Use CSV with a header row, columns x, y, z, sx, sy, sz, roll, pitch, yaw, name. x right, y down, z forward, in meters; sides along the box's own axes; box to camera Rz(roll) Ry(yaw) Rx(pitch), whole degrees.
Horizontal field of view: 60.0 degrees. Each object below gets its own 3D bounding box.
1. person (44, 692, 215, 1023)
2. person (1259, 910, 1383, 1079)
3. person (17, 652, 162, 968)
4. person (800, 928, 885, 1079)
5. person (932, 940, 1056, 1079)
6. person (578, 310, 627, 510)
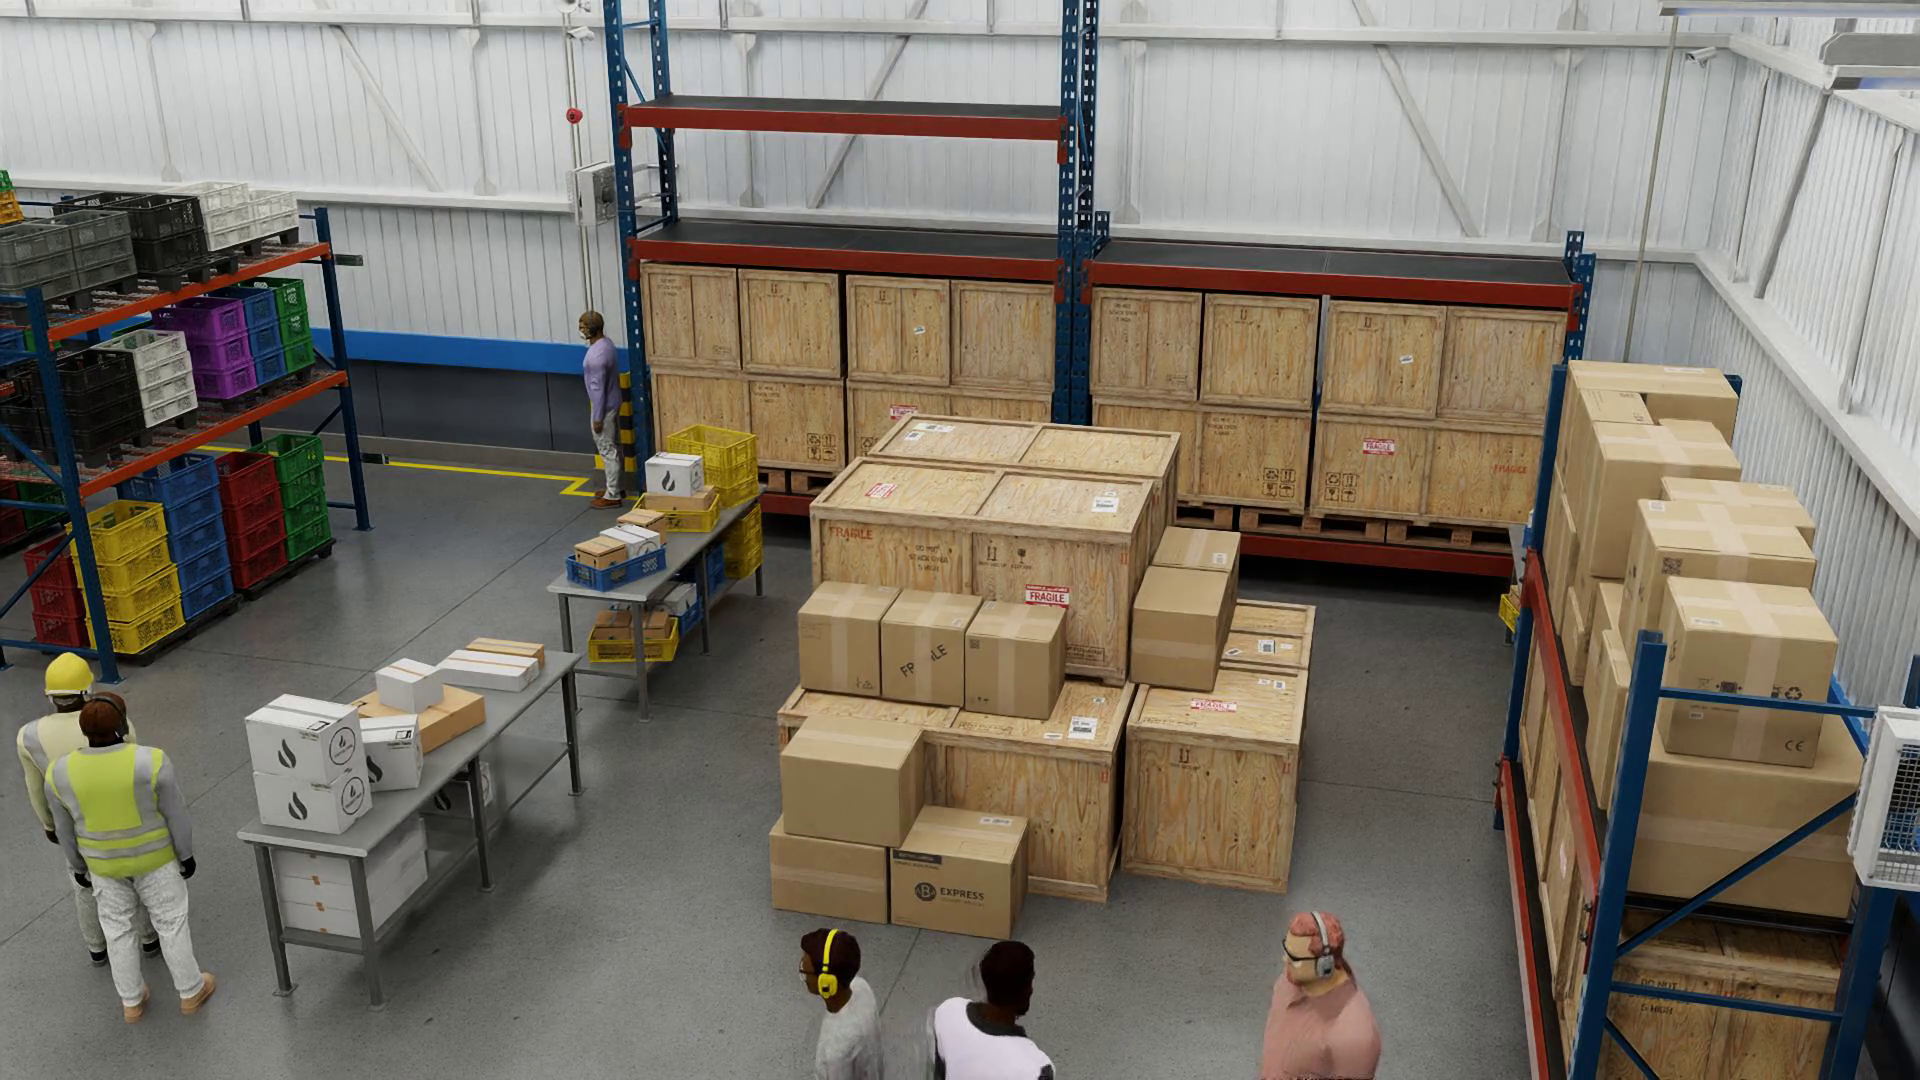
x,y,z,sx,sy,sz,roll,pitch,yaw,name
-4.257,1.629,8.561,0.621,1.845,0.429,-4,21,-11,person
1.384,2.322,6.675,0.399,1.901,0.654,-5,22,-14,person
-4.677,1.460,9.014,0.590,1.833,0.404,-6,22,-15,person
-0.446,2.366,6.616,0.349,1.862,0.514,2,21,6,person
0.115,2.414,6.430,0.456,1.903,0.607,-15,26,-35,person
-3.429,-1.259,15.997,0.371,1.933,0.626,-1,21,-3,person
